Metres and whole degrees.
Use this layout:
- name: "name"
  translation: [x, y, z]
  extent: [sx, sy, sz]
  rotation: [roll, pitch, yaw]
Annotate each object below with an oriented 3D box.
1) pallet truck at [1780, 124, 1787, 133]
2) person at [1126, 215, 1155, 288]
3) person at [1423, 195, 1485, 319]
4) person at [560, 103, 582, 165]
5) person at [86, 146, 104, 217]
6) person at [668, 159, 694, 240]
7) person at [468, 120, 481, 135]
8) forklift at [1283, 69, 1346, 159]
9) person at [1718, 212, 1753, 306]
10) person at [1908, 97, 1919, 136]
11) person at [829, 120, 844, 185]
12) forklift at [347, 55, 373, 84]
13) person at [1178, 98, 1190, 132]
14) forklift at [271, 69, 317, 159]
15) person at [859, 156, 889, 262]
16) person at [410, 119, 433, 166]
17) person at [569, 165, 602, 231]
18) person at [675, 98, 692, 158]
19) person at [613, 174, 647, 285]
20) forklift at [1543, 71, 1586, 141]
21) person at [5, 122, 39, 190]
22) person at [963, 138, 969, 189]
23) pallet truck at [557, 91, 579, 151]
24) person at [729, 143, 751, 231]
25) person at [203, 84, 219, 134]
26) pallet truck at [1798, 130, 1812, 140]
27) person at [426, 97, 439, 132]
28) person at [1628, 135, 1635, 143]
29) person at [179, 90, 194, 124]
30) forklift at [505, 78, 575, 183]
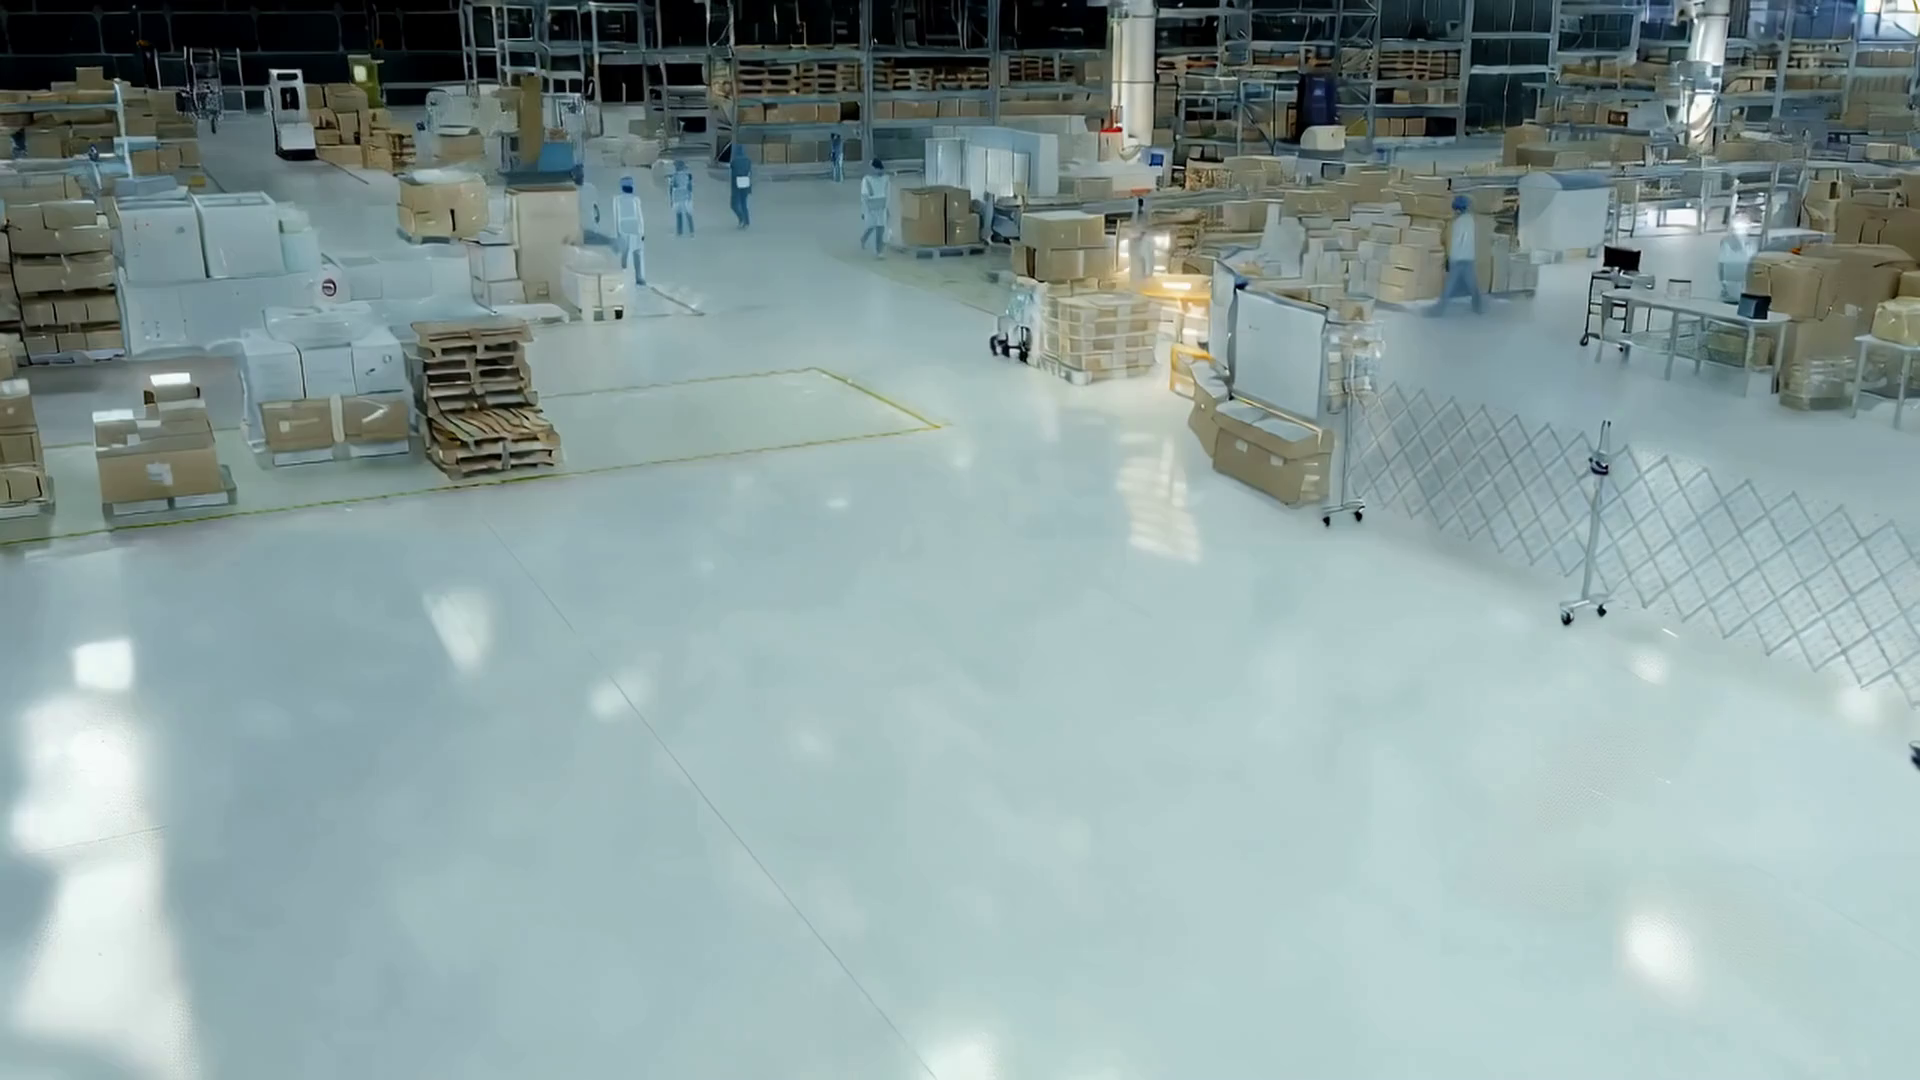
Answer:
- name: "pallet truck"
  translation: [25.206, -12.542, 52.601]
  extent: [1.601, 1.201, 0.680]
  rotation: [0, 18, -2]
- name: "person"
  translation: [2.680, -3.948, 24.874]
  extent: [0.457, 1.809, 0.654]
  rotation: [-6, 19, -17]
- name: "person"
  translation: [7.926, -4.459, 26.269]
  extent: [0.966, 1.941, 0.624]
  rotation: [7, 19, 20]
- name: "person"
  translation: [-12.068, -12.592, 51.638]
  extent: [0.661, 1.921, 0.438]
  rotation: [1, 18, 3]
- name: "person"
  translation: [-18.970, -7.729, 36.591]
  extent: [0.386, 1.847, 0.510]
  rotation: [-9, 20, -26]
- name: "person"
  translation: [-5.896, -7.225, 35.290]
  extent: [0.549, 1.689, 0.321]
  rotation: [-10, 20, -29]
- name: "person"
  translation: [-14.025, -11.334, 48.202]
  extent: [0.511, 1.623, 0.398]
  rotation: [9, 20, 25]
- name: "forklift"
  translation: [11.615, -13.871, 54.079]
  extent: [1.129, 2.768, 1.873]
  rotation: [-9, 20, -27]
- name: "person"
  translation: [11.321, -3.819, 24.289]
  extent: [0.570, 1.926, 0.387]
  rotation: [-8, 19, -22]
- name: "person"
  translation: [32.457, -14.096, 56.454]
  extent: [0.722, 1.852, 0.784]
  rotation: [-5, 18, -14]
- name: "person"
  translation: [-3.443, -10.765, 46.209]
  extent: [0.343, 1.756, 0.518]
  rotation: [16, 24, 41]
- name: "forklift"
  translation: [-25.310, -19.119, 70.440]
  extent: [1.129, 2.768, 1.873]
  rotation: [-16, 24, -40]
- name: "person"
  translation: [8.162, -15.338, 60.739]
  extent: [0.513, 1.592, 0.866]
  rotation: [0, 18, 0]
- name: "forklift"
  translation: [-21.830, -13.945, 54.309]
  extent: [1.129, 2.768, 1.873]
  rotation: [-9, 20, -26]
- name: "person"
  translation: [-1.682, -6.439, 32.299]
  extent: [0.607, 2.018, 0.726]
  rotation: [-11, 21, -31]
- name: "person"
  translation: [-14.447, -10.380, 44.796]
  extent: [0.633, 1.898, 1.010]
  rotation: [2, 18, 5]
- name: "person"
  translation: [-7.115, -6.031, 31.167]
  extent: [0.636, 1.921, 0.975]
  rotation: [4, 18, 11]
- name: "person"
  translation: [-9.190, -13.442, 54.315]
  extent: [0.918, 1.895, 0.578]
  rotation: [-9, 20, -26]
- name: "person"
  translation: [-5.844, -5.489, 29.466]
  extent: [0.551, 1.934, 0.373]
  rotation: [4, 18, 12]
- name: "forklift"
  translation: [18.685, -13.231, 52.085]
  extent: [1.873, 2.768, 1.129]
  rotation: [-9, 20, -26]
- name: "person"
  translation: [-25.291, -10.330, 44.801]
  extent: [1.000, 1.787, 0.628]
  rotation: [15, 23, 39]
- name: "person"
  translation: [0.276, -9.521, 42.139]
  extent: [0.873, 1.875, 0.653]
  rotation: [-11, 21, -31]
- name: "pallet truck"
  translation: [-13.495, -14.412, 57.188]
  extent: [0.823, 1.965, 1.885]
  rotation: [-3, 18, -9]
- name: "person"
  translation: [-4.832, -7.750, 36.577]
  extent: [0.464, 1.898, 0.632]
  rotation: [13, 22, 35]
- name: "person"
  translation: [-29.165, -16.796, 64.782]
  extent: [0.570, 1.892, 0.606]
  rotation: [-8, 19, -22]
- name: "pallet truck"
  translation: [25.526, -11.556, 49.408]
  extent: [1.630, 1.274, 0.653]
  rotation: [-9, 20, -26]
- name: "person"
  translation: [-19.410, -15.450, 61.066]
  extent: [0.541, 1.599, 0.835]
  rotation: [5, 19, 16]
- name: "person"
  translation: [24.146, -15.100, 59.724]
  extent: [0.342, 1.773, 0.527]
  rotation: [3, 18, 9]
- name: "person"
  translation: [-30.200, -16.717, 64.913]
  extent: [0.536, 1.652, 0.848]
  rotation: [-16, 24, -41]
- name: "forklift"
  translation: [-11.974, -11.561, 46.878]
  extent: [1.873, 2.768, 1.129]
  rotation: [-9, 20, -26]
